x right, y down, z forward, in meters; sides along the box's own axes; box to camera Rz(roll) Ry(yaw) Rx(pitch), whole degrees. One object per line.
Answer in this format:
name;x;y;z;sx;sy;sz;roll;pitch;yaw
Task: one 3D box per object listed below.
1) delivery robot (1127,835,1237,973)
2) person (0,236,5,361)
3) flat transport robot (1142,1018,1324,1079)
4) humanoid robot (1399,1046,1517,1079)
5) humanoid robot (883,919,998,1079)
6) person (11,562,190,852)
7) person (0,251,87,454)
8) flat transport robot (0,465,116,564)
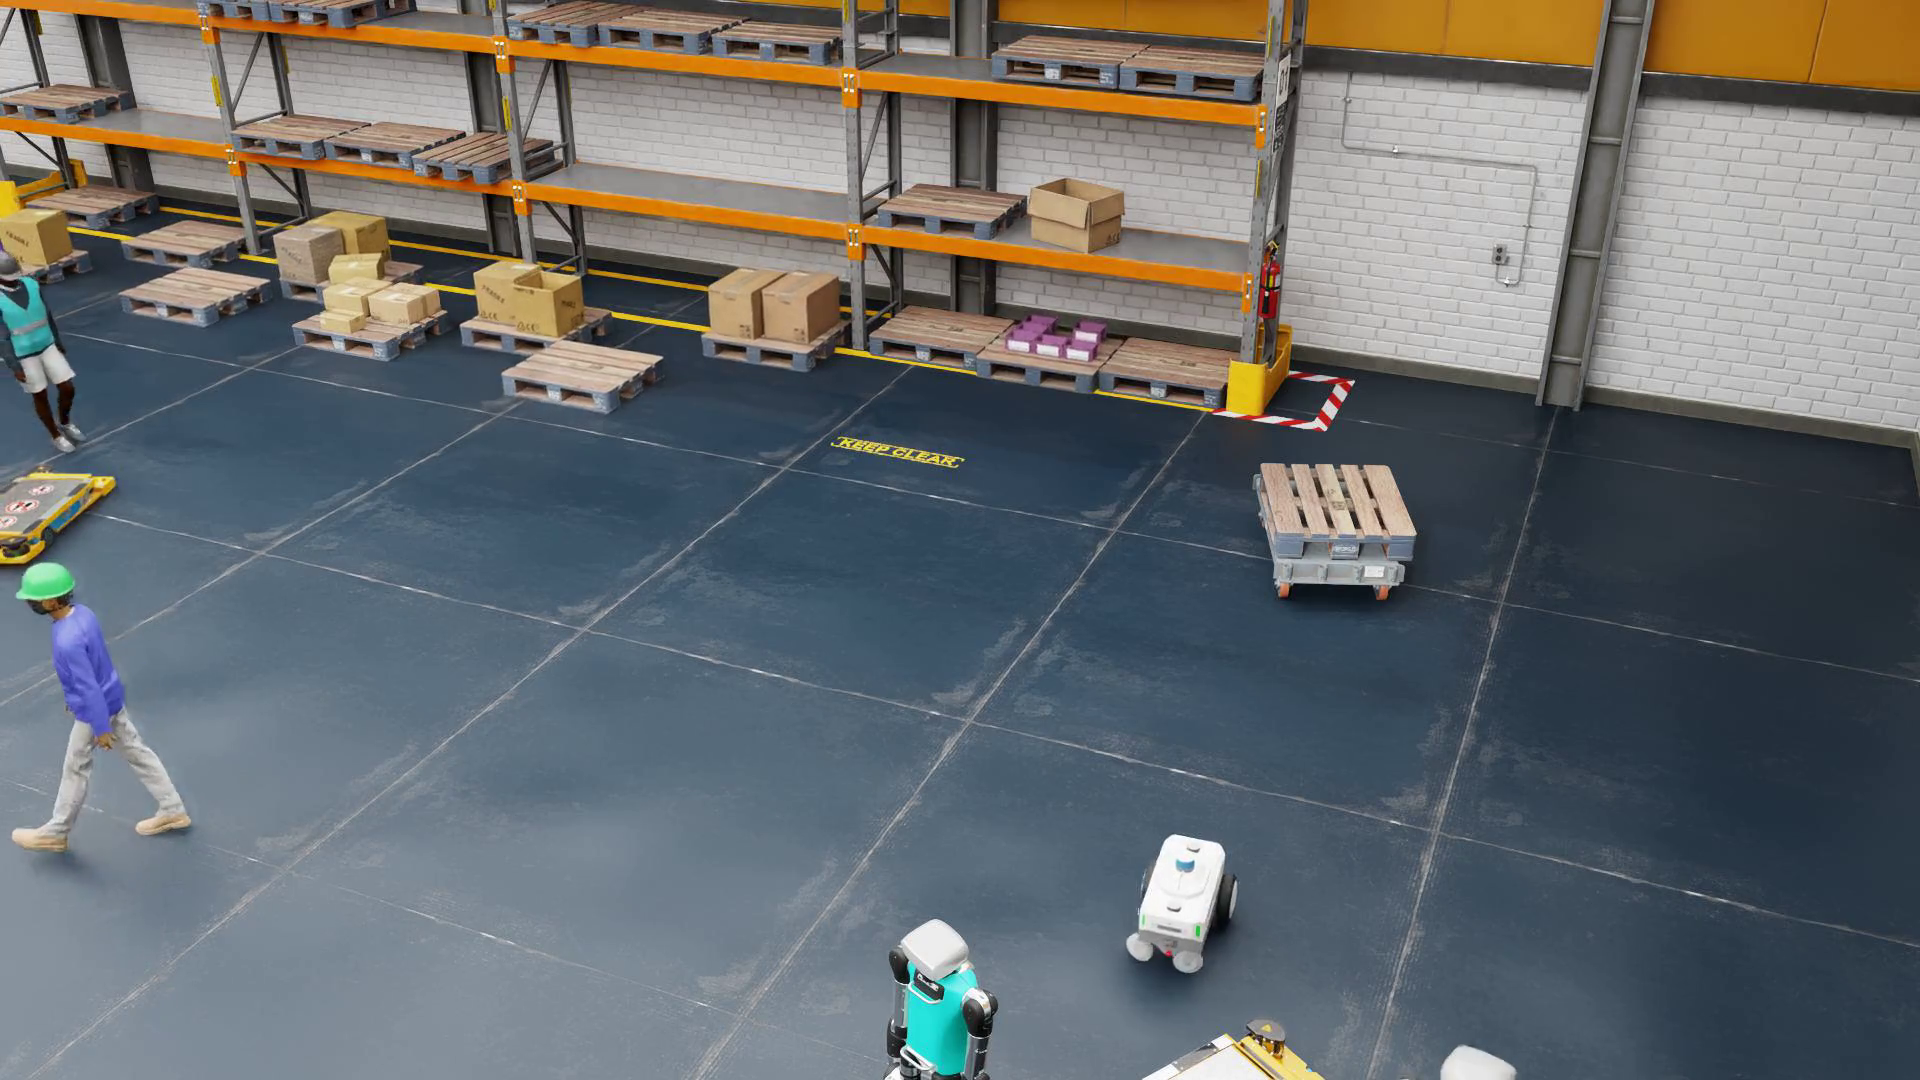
delivery robot;1.185;1.912;8.910;0.519;0.593;0.765;8;28;16
person;-9.614;-2.749;16.411;0.361;1.963;0.611;-14;31;-26
flat transport robot;1.102;2.725;7.647;1.431;0.231;0.659;-17;32;-30
humanoid robot;1.920;2.527;6.386;0.530;1.750;0.743;16;31;28
humanoid robot;-0.242;2.344;6.640;0.735;1.677;0.533;-24;36;-38
person;-5.006;0.947;9.398;0.944;1.821;0.489;-8;28;-14
person;-7.941;-1.606;14.271;0.544;1.893;0.593;17;32;30
flat transport robot;-7.454;-0.210;13.339;0.659;0.231;1.431;1;27;2
